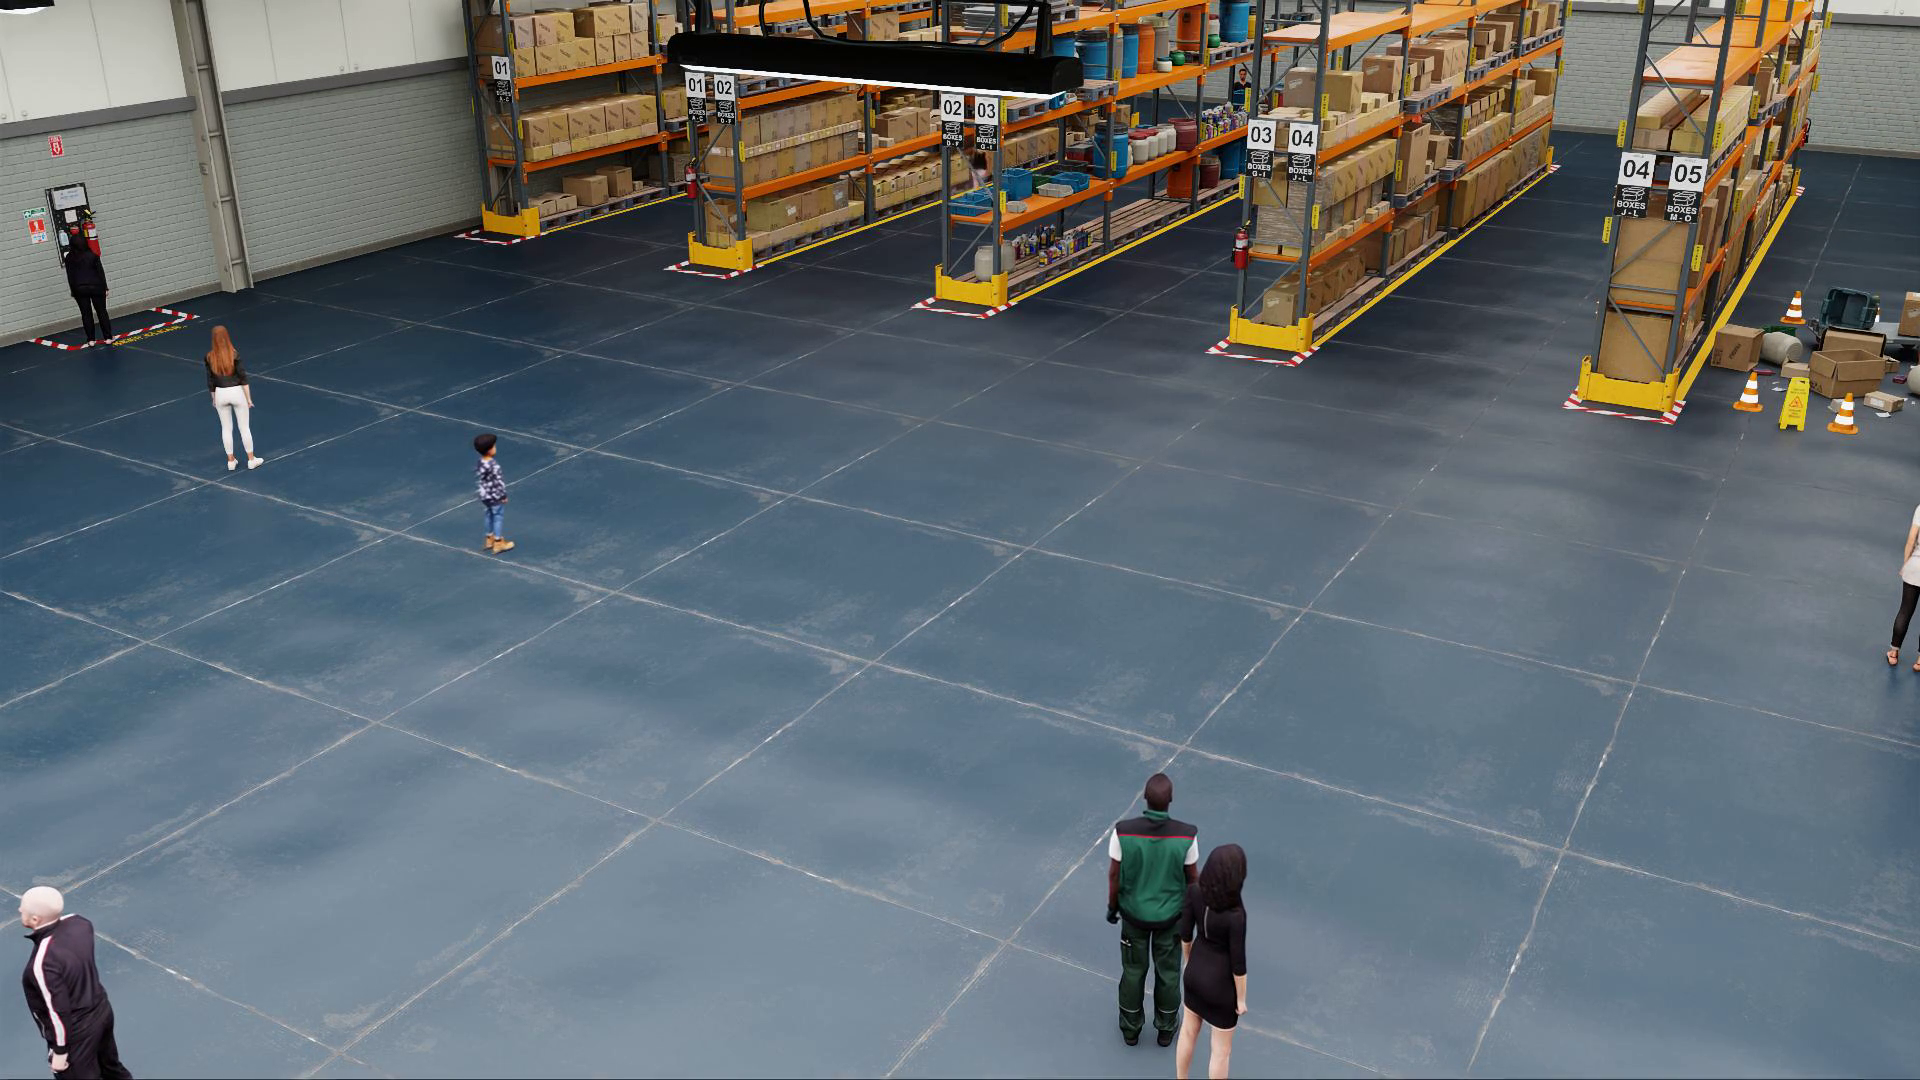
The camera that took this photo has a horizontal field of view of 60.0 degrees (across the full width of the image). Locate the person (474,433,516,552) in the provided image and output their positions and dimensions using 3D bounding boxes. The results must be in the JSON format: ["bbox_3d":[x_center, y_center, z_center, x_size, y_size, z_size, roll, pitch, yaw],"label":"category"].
[{"bbox_3d":[-4.811,-0.496,17.065,0.519,1.248,0.521,17,29,35],"label":"person"}]

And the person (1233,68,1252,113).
[{"bbox_3d":[6.526,-10.021,38.683,0.706,1.859,0.700,0,23,0],"label":"person"}]

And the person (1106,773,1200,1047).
[{"bbox_3d":[1.147,2.212,9.943,0.774,1.839,0.748,2,23,5],"label":"person"}]

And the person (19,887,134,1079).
[{"bbox_3d":[-4.721,2.638,8.943,0.829,1.836,0.720,-1,23,-3],"label":"person"}]

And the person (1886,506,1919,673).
[{"bbox_3d":[8.458,0.275,14.512,0.638,1.827,0.588,19,30,37],"label":"person"}]

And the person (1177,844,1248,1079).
[{"bbox_3d":[1.406,2.497,9.319,0.630,1.802,0.666,-17,28,-34],"label":"person"}]

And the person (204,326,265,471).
[{"bbox_3d":[-8.413,-1.644,19.181,0.673,1.704,0.703,-3,23,-6],"label":"person"}]

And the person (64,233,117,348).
[{"bbox_3d":[-12.512,-3.591,23.873,0.758,1.615,0.834,-9,25,-20],"label":"person"}]
